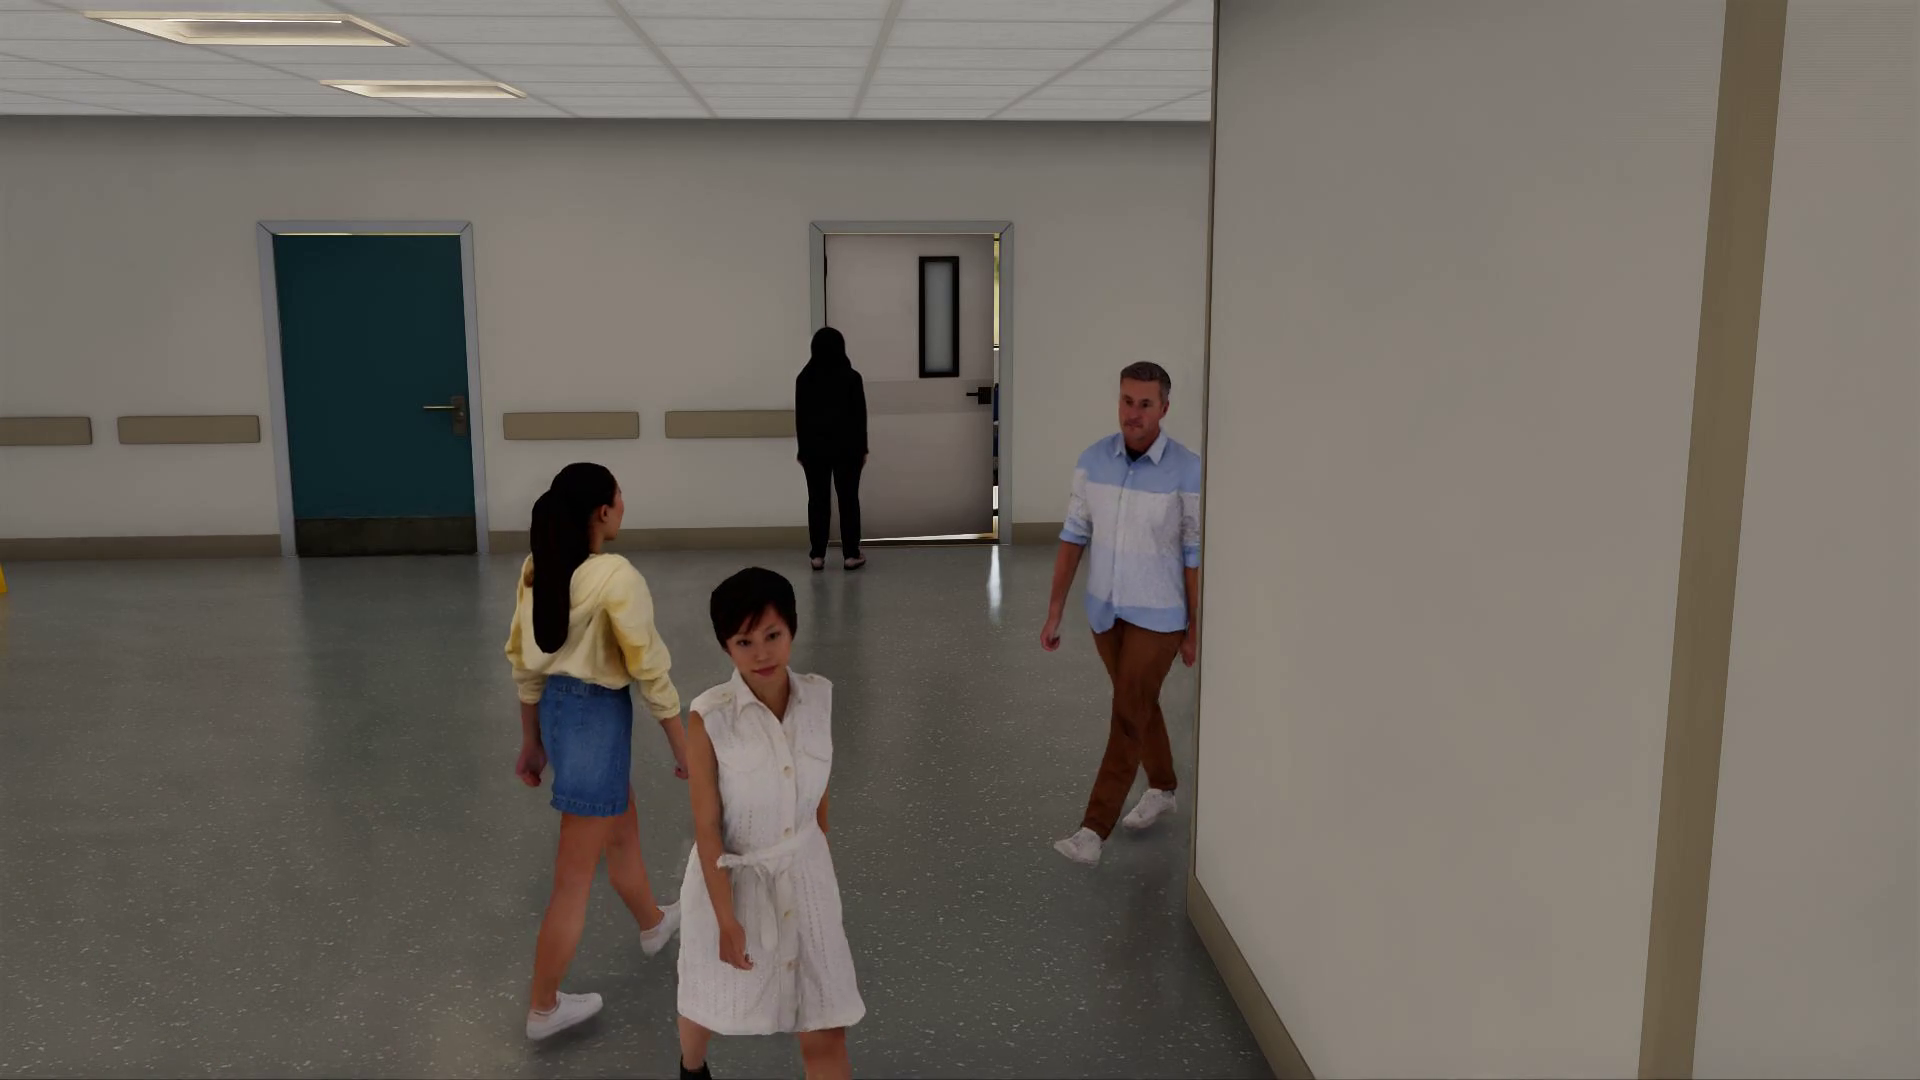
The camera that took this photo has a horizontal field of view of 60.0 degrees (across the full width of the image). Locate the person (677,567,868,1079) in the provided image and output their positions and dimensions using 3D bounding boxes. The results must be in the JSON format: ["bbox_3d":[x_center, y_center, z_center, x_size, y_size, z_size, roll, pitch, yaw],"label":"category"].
[{"bbox_3d":[-0.514,0.821,3.861,1.072,1.506,0.917,-7,13,-33],"label":"person"}]

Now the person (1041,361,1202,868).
[{"bbox_3d":[0.685,0.263,6.074,1.176,1.777,1.236,9,14,40],"label":"person"}]

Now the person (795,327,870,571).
[{"bbox_3d":[-0.857,-0.609,11.113,0.611,1.612,0.746,1,11,5],"label":"person"}]

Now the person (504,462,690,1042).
[{"bbox_3d":[-1.109,0.619,4.695,1.064,1.593,1.106,8,14,38],"label":"person"}]
